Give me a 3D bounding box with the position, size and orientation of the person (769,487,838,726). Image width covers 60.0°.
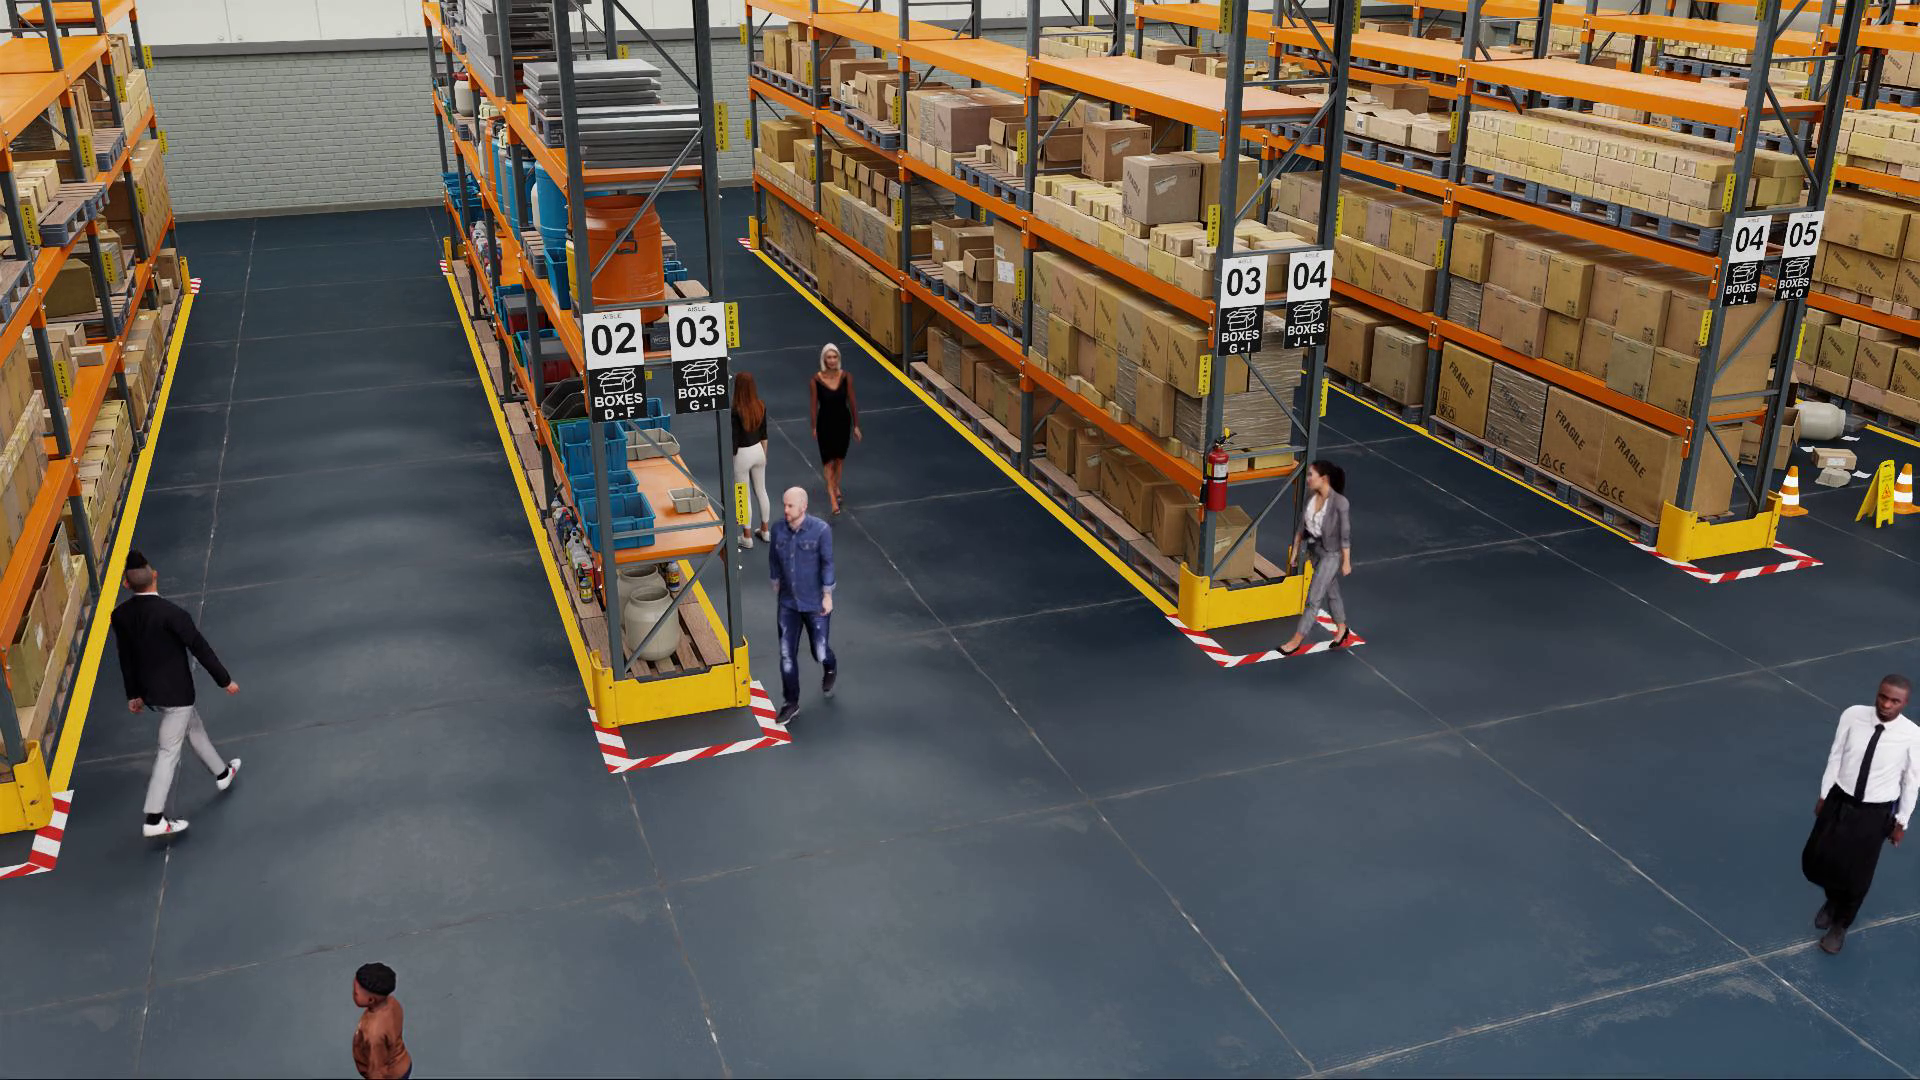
[{"bbox_3d":[-1.156,0.461,12.536,1.052,1.805,1.133,7,23,16],"label":"person"}]

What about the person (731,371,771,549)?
[{"bbox_3d":[-1.992,-0.770,15.678,0.674,1.704,0.652,-19,29,-39],"label":"person"}]

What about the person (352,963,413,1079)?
[{"bbox_3d":[-2.763,2.589,8.062,0.615,1.253,0.478,-2,22,-5],"label":"person"}]

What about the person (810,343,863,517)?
[{"bbox_3d":[-1.260,-1.124,16.554,0.689,1.697,1.068,-6,23,-13],"label":"person"}]

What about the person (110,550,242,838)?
[{"bbox_3d":[-5.308,1.034,11.003,1.272,1.905,1.384,8,24,19],"label":"person"}]

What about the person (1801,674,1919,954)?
[{"bbox_3d":[5.340,1.568,9.802,0.807,1.826,0.873,20,29,40],"label":"person"}]

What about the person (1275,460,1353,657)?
[{"bbox_3d":[3.031,0.153,13.526,0.826,1.626,1.058,-14,26,-31],"label":"person"}]
